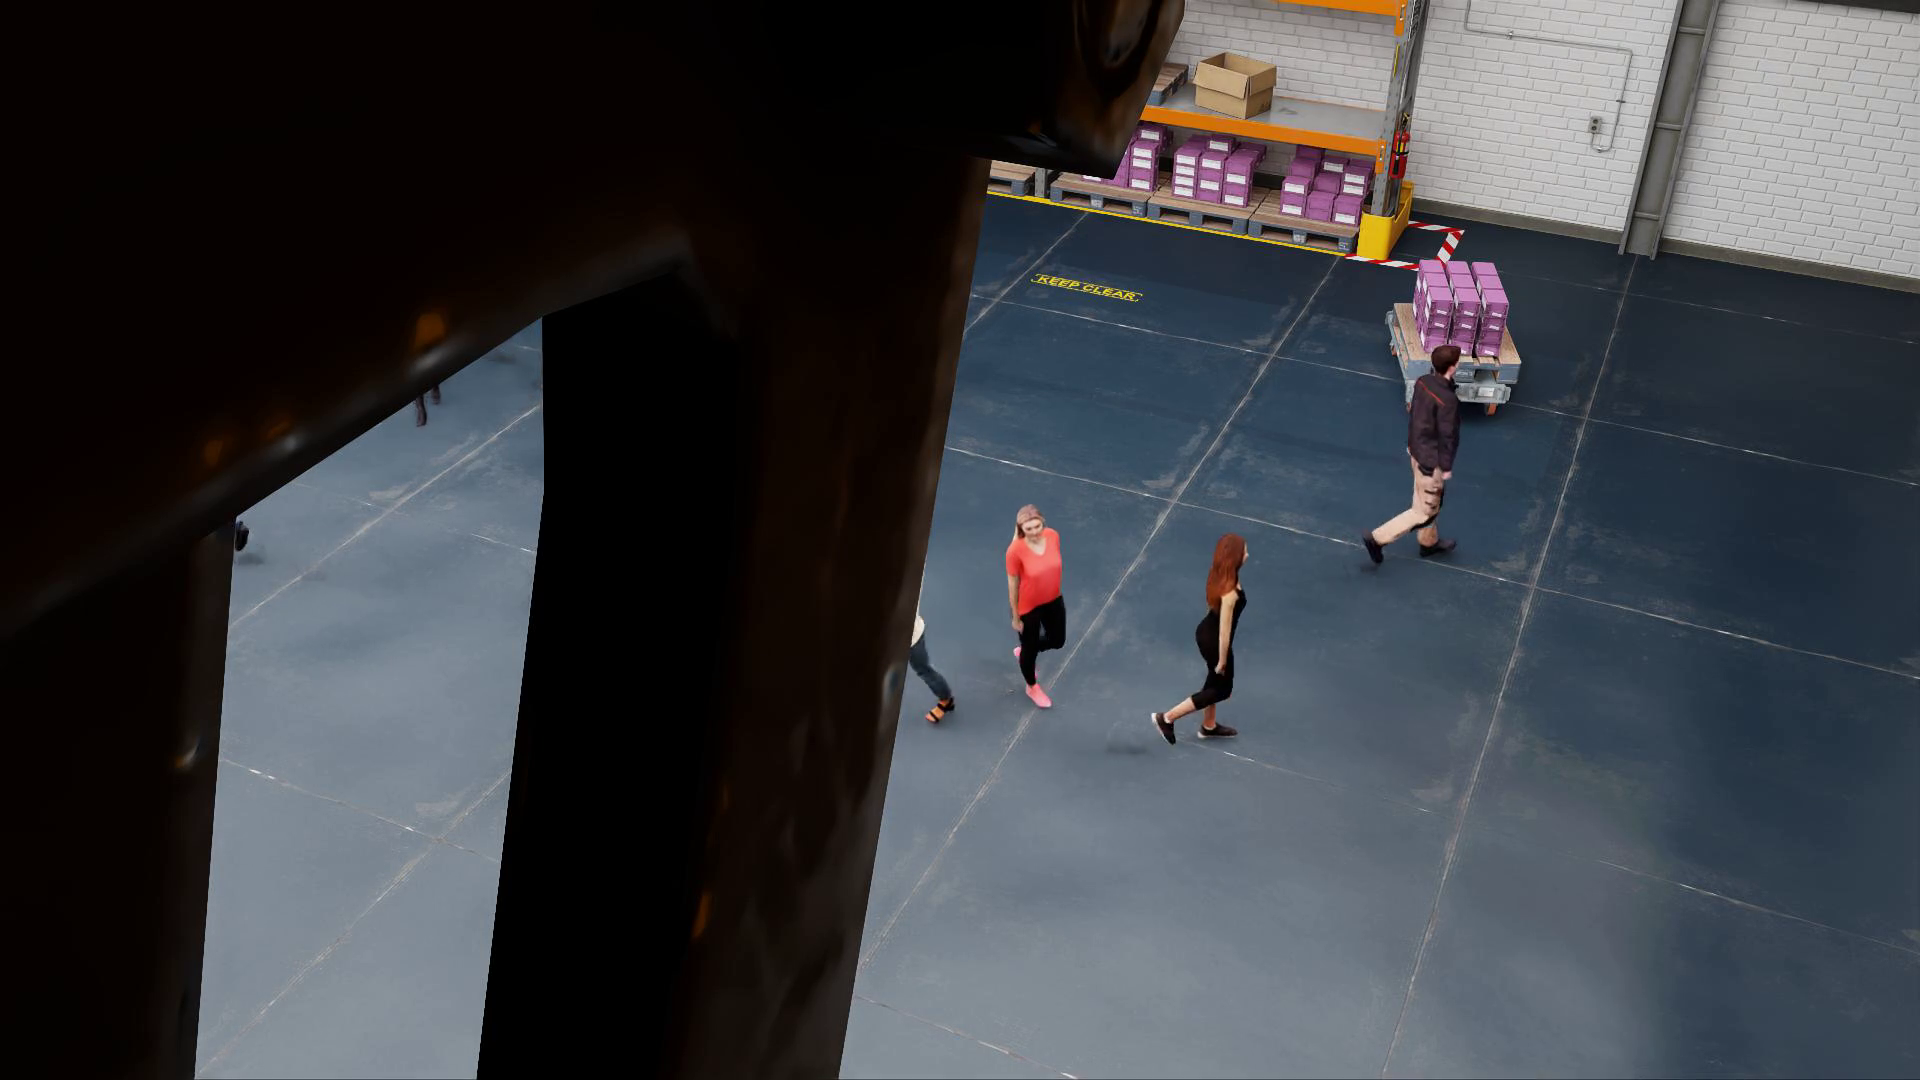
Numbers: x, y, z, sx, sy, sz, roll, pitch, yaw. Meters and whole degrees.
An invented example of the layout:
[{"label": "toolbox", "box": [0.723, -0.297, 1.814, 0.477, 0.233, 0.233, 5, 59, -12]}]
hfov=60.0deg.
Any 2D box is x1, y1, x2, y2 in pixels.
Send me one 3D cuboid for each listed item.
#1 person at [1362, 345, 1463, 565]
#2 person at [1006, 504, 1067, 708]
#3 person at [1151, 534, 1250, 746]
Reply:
[{"label": "person", "box": [3.614, -0.623, 12.983, 1.227, 1.905, 1.094, -7, 34, -11]}, {"label": "person", "box": [0.464, 0.419, 11.622, 0.794, 1.676, 0.855, -23, 40, -30]}, {"label": "person", "box": [1.635, 0.696, 11.173, 0.971, 1.713, 0.825, -2, 34, -3]}]
